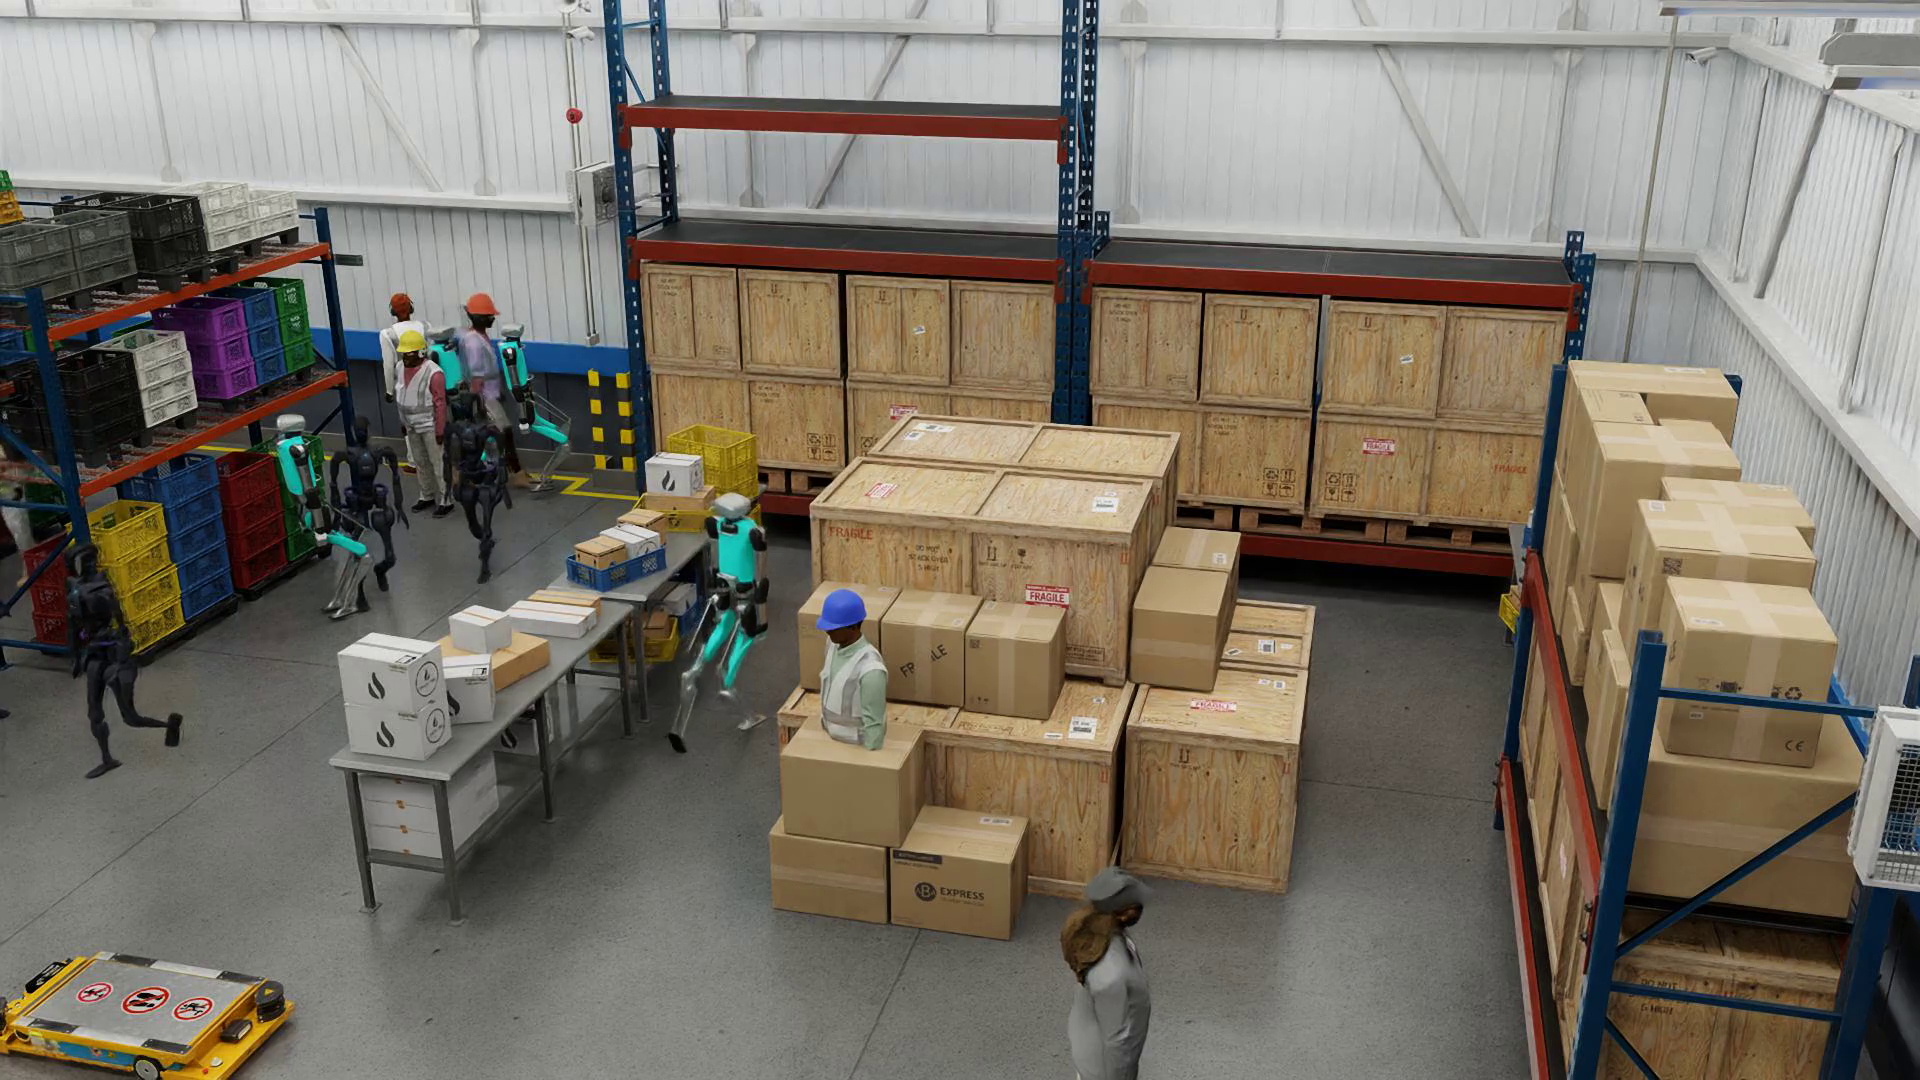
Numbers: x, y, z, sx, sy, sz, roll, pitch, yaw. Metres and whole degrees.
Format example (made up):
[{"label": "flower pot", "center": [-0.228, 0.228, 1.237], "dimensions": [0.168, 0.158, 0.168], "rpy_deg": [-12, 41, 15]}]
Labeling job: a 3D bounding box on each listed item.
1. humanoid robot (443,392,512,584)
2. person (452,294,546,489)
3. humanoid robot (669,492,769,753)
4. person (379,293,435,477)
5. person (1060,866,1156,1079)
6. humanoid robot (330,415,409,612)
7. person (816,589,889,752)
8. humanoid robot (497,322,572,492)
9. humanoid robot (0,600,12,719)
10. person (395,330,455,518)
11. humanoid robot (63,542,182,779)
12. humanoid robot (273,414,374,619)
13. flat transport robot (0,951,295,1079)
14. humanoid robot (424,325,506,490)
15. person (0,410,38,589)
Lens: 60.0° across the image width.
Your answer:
[{"label": "humanoid robot", "center": [-4.188, -0.498, 14.449], "dimensions": [0.602, 1.629, 0.779], "rpy_deg": [1, 21, 3]}, {"label": "person", "center": [-4.668, -1.451, 16.424], "dimensions": [0.947, 1.996, 0.620], "rpy_deg": [-4, 21, -11]}, {"label": "humanoid robot", "center": [-1.729, 0.625, 11.382], "dimensions": [0.542, 1.786, 0.916], "rpy_deg": [15, 26, 34]}, {"label": "person", "center": [-5.569, -1.575, 16.906], "dimensions": [0.574, 1.881, 0.353], "rpy_deg": [-18, 27, -39]}, {"label": "person", "center": [0.620, 2.198, 7.192], "dimensions": [0.398, 1.769, 0.567], "rpy_deg": [-1, 21, -4]}, {"label": "humanoid robot", "center": [-4.920, -0.272, 13.777], "dimensions": [0.616, 1.635, 0.485], "rpy_deg": [-12, 24, -28]}, {"label": "person", "center": [-0.624, 1.175, 9.641], "dimensions": [0.410, 1.939, 0.606], "rpy_deg": [-11, 23, -26]}, {"label": "humanoid robot", "center": [-4.066, -1.304, 16.213], "dimensions": [0.735, 1.677, 0.533], "rpy_deg": [-4, 21, -10]}, {"label": "humanoid robot", "center": [-7.192, 0.476, 11.913], "dimensions": [0.745, 1.656, 0.584], "rpy_deg": [8, 22, 19]}, {"label": "person", "center": [-5.096, -1.105, 15.763], "dimensions": [0.591, 1.826, 0.404], "rpy_deg": [13, 24, 30]}, {"label": "humanoid robot", "center": [-5.671, 0.751, 11.138], "dimensions": [0.598, 1.630, 0.673], "rpy_deg": [11, 23, 26]}, {"label": "humanoid robot", "center": [-5.084, -0.223, 13.471], "dimensions": [0.725, 1.721, 0.528], "rpy_deg": [-15, 26, -35]}, {"label": "flat transport robot", "center": [-4.270, 2.464, 8.601], "dimensions": [1.431, 0.231, 0.659], "rpy_deg": [5, 22, 13]}, {"label": "humanoid robot", "center": [-4.714, -1.190, 16.138], "dimensions": [0.722, 1.804, 0.530], "rpy_deg": [4, 21, 9]}, {"label": "person", "center": [-8.151, -0.422, 13.978], "dimensions": [0.632, 1.820, 0.485], "rpy_deg": [-15, 25, -34]}]
